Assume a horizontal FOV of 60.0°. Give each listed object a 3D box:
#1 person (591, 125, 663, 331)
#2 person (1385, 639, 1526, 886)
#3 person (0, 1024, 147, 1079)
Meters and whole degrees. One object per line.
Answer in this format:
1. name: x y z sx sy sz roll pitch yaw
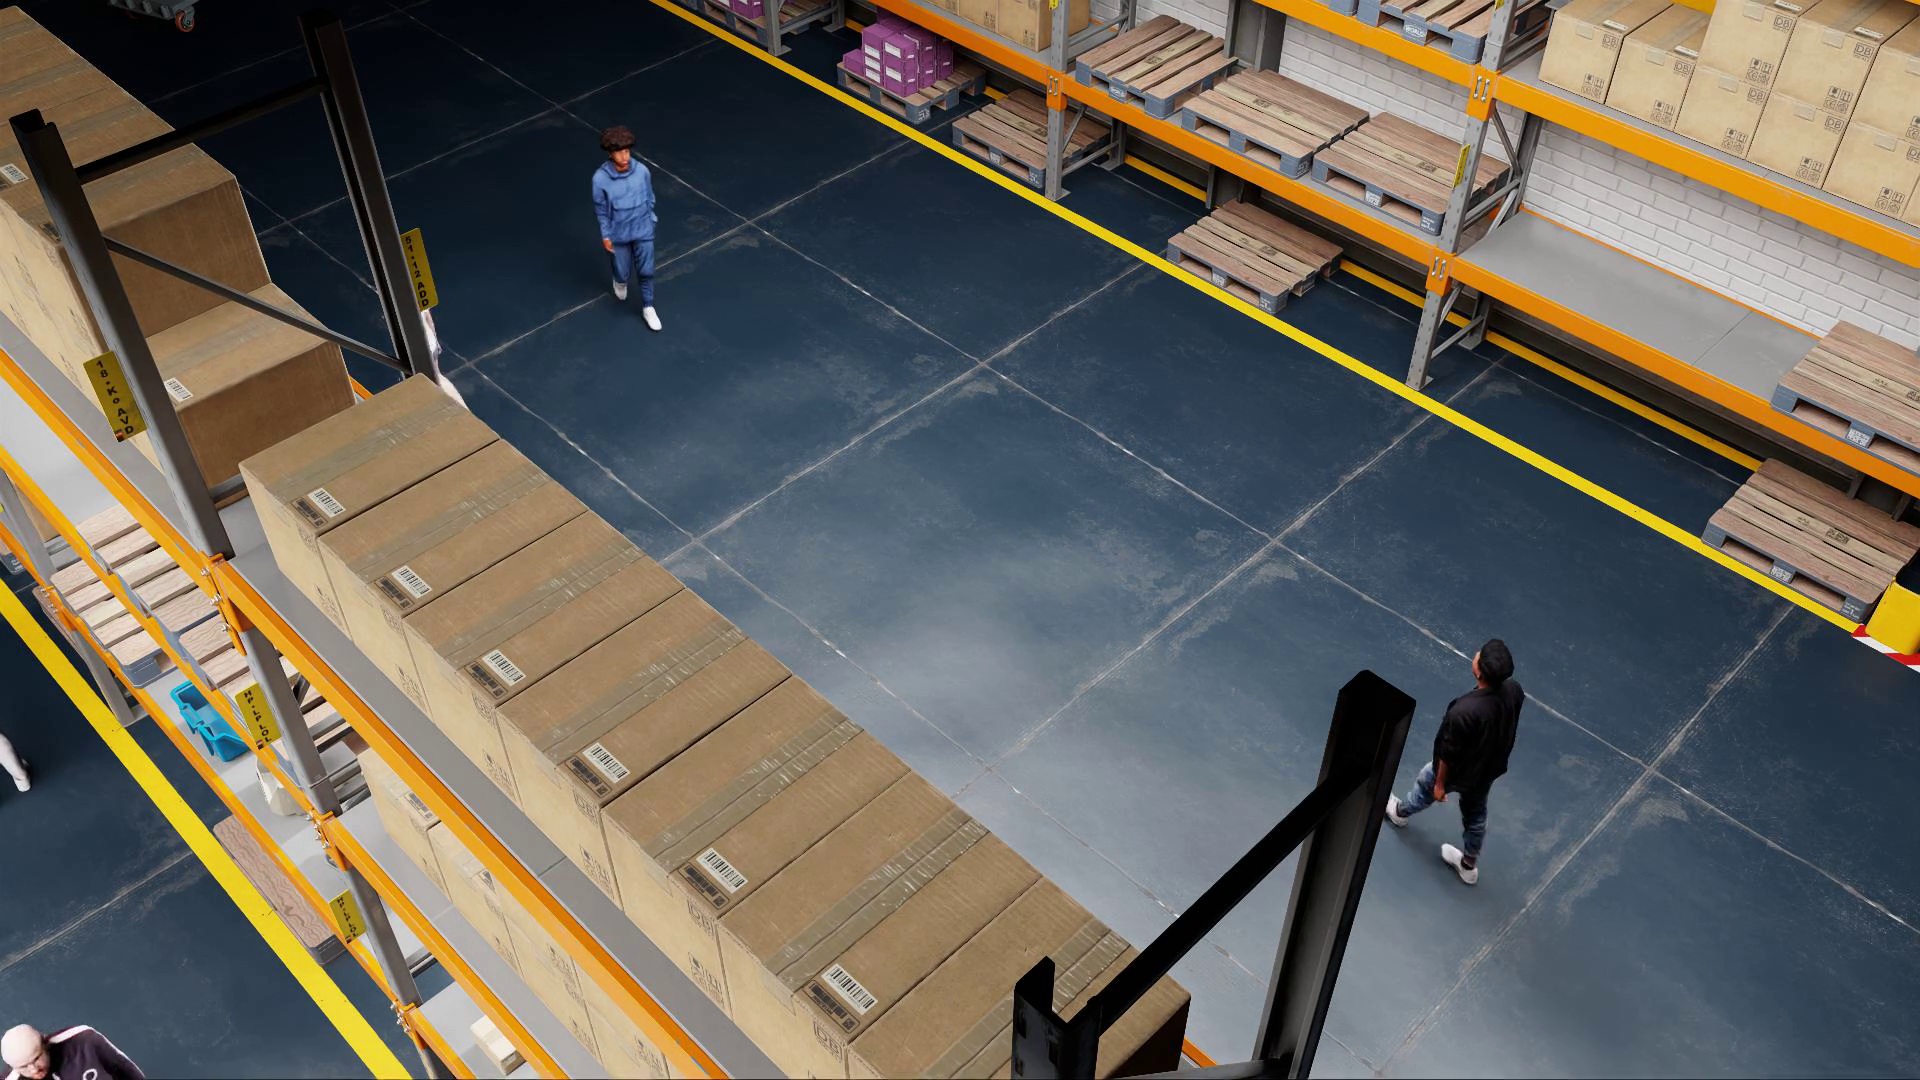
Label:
1. person: -2.745 -2.591 13.619 0.846 1.798 0.984 -18 47 -18
2. person: 2.962 1.337 9.510 0.915 1.780 1.143 -19 47 -19
3. person: -4.241 2.755 8.010 1.065 1.796 0.823 23 48 22
